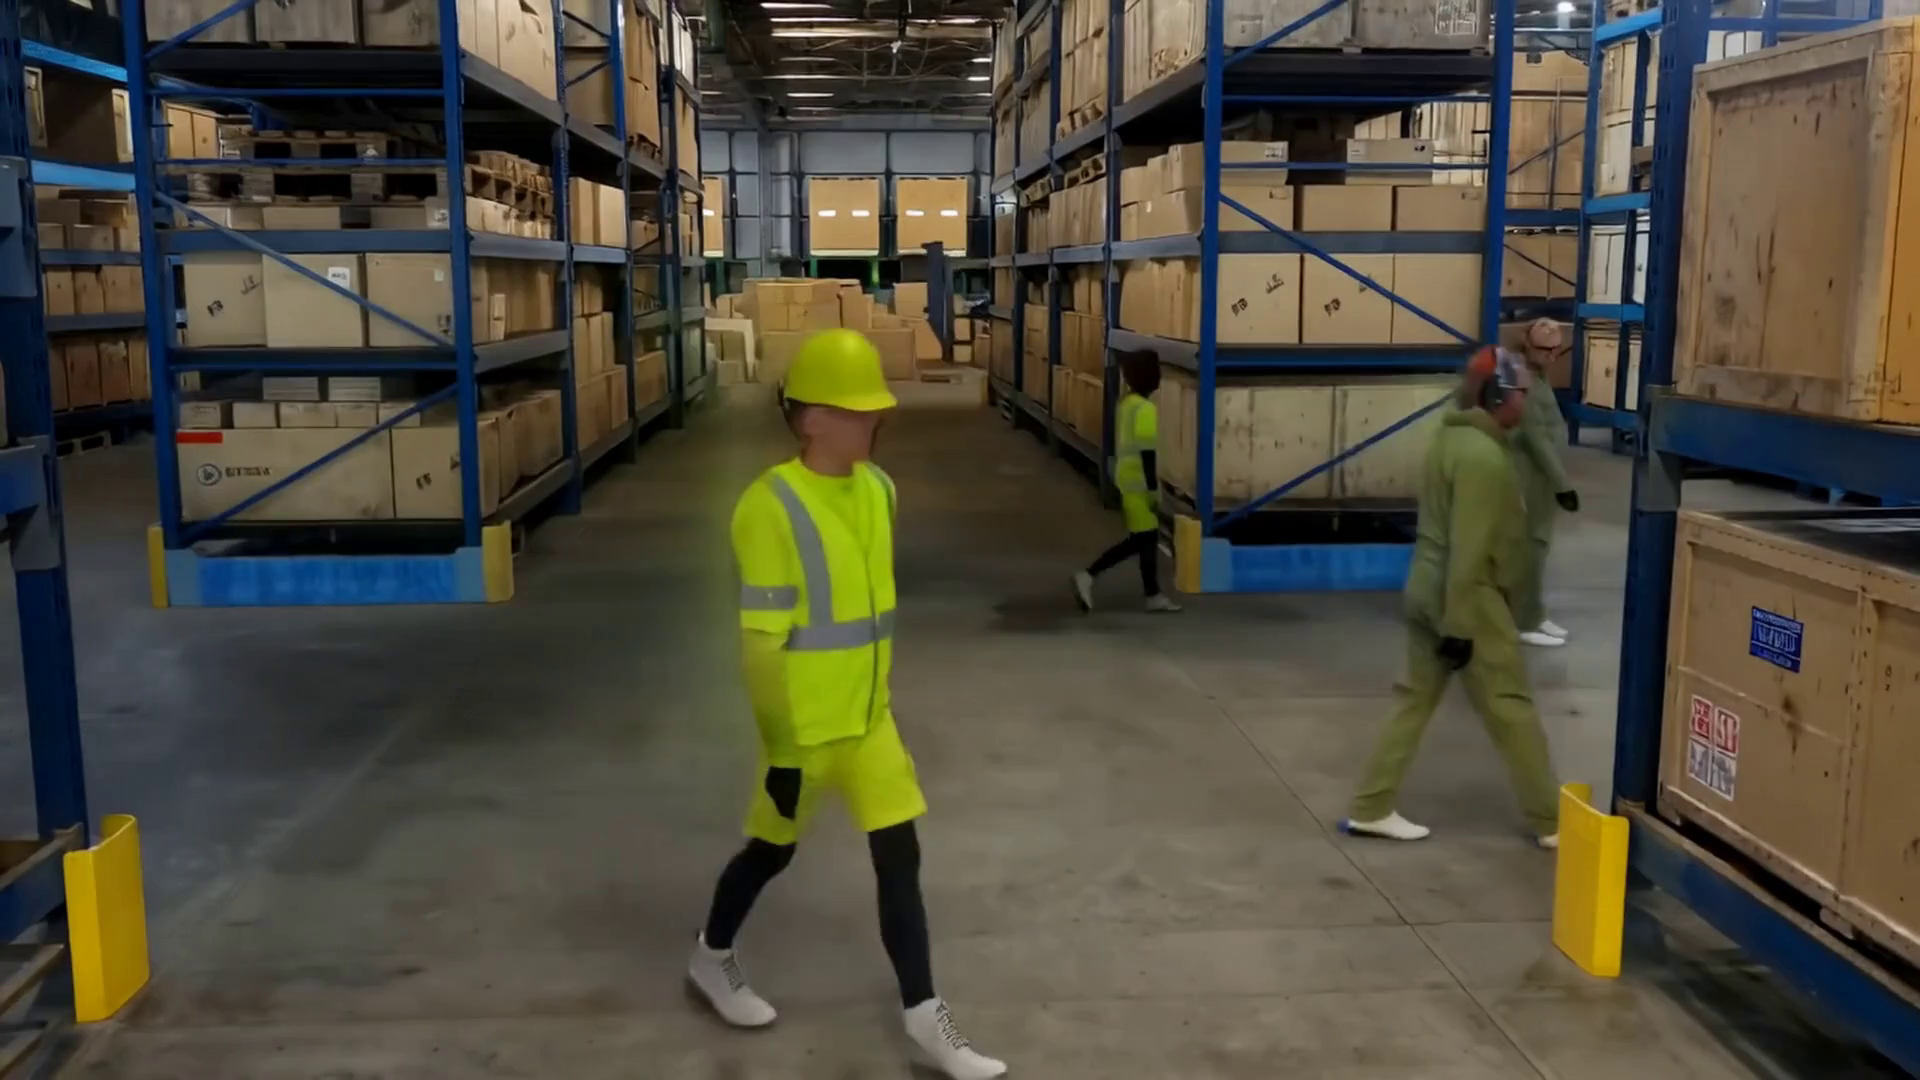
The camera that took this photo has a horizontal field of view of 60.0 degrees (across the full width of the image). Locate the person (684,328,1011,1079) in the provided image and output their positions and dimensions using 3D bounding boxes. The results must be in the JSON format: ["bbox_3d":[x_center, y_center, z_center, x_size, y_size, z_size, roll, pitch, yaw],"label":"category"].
[{"bbox_3d":[-0.380,0.436,4.417,1.059,1.993,0.630,6,11,35],"label":"person"}]

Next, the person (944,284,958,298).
[{"bbox_3d":[-0.247,-6.706,49.438,0.562,1.915,0.647,-5,10,-28],"label":"person"}]

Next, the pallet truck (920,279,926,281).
[{"bbox_3d":[-0.932,-8.922,63.114,1.885,1.965,0.823,2,9,13],"label":"pallet truck"}]

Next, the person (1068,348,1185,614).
[{"bbox_3d":[1.039,-0.346,10.247,0.701,1.678,0.539,-1,9,-4],"label":"person"}]

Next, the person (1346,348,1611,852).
[{"bbox_3d":[1.924,0.230,6.118,0.988,1.848,0.649,0,9,-2],"label":"person"}]

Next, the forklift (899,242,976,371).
[{"bbox_3d":[-0.549,-5.100,36.353,1.873,2.768,1.129,-1,9,-4],"label":"forklift"}]

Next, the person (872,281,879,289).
[{"bbox_3d":[-2.822,-8.110,58.300,0.737,1.914,0.652,-5,10,-29],"label":"person"}]

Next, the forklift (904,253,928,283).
[{"bbox_3d":[-1.321,-7.852,53.634,1.129,2.768,1.873,-5,10,-30],"label":"forklift"}]

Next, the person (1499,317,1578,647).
[{"bbox_3d":[3.305,-0.320,9.457,0.531,1.888,0.663,2,9,15],"label":"person"}]
